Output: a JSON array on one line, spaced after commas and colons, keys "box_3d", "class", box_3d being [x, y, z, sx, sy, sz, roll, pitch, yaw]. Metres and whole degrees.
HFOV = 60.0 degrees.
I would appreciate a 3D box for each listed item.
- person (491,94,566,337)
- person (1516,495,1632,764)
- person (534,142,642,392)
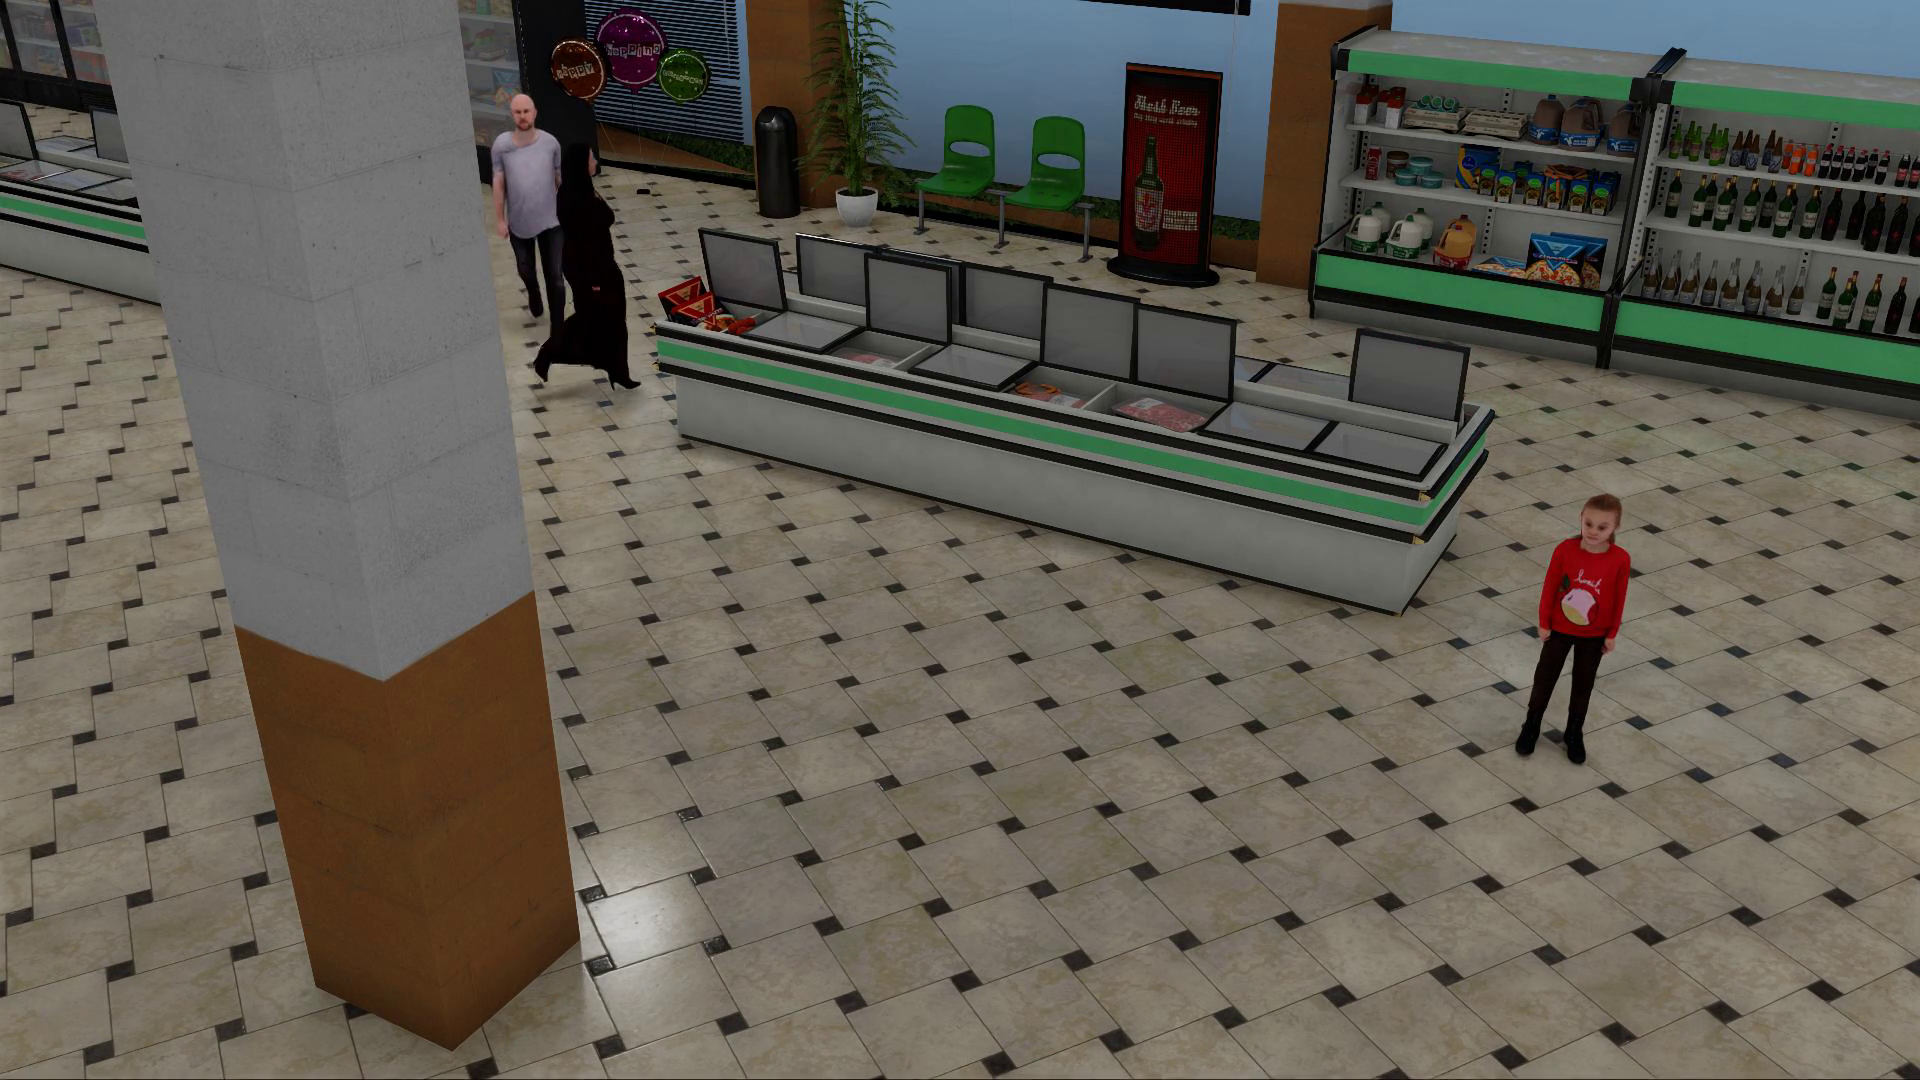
[{"box_3d": [-3.131, -2.359, 12.230, 1.244, 1.794, 1.280, -5, 27, -10], "class": "person"}, {"box_3d": [2.745, 0.385, 7.387, 0.478, 1.280, 0.599, 7, 28, 14], "class": "person"}, {"box_3d": [-2.567, -1.790, 11.167, 0.980, 1.740, 0.998, -15, 31, -27], "class": "person"}]
